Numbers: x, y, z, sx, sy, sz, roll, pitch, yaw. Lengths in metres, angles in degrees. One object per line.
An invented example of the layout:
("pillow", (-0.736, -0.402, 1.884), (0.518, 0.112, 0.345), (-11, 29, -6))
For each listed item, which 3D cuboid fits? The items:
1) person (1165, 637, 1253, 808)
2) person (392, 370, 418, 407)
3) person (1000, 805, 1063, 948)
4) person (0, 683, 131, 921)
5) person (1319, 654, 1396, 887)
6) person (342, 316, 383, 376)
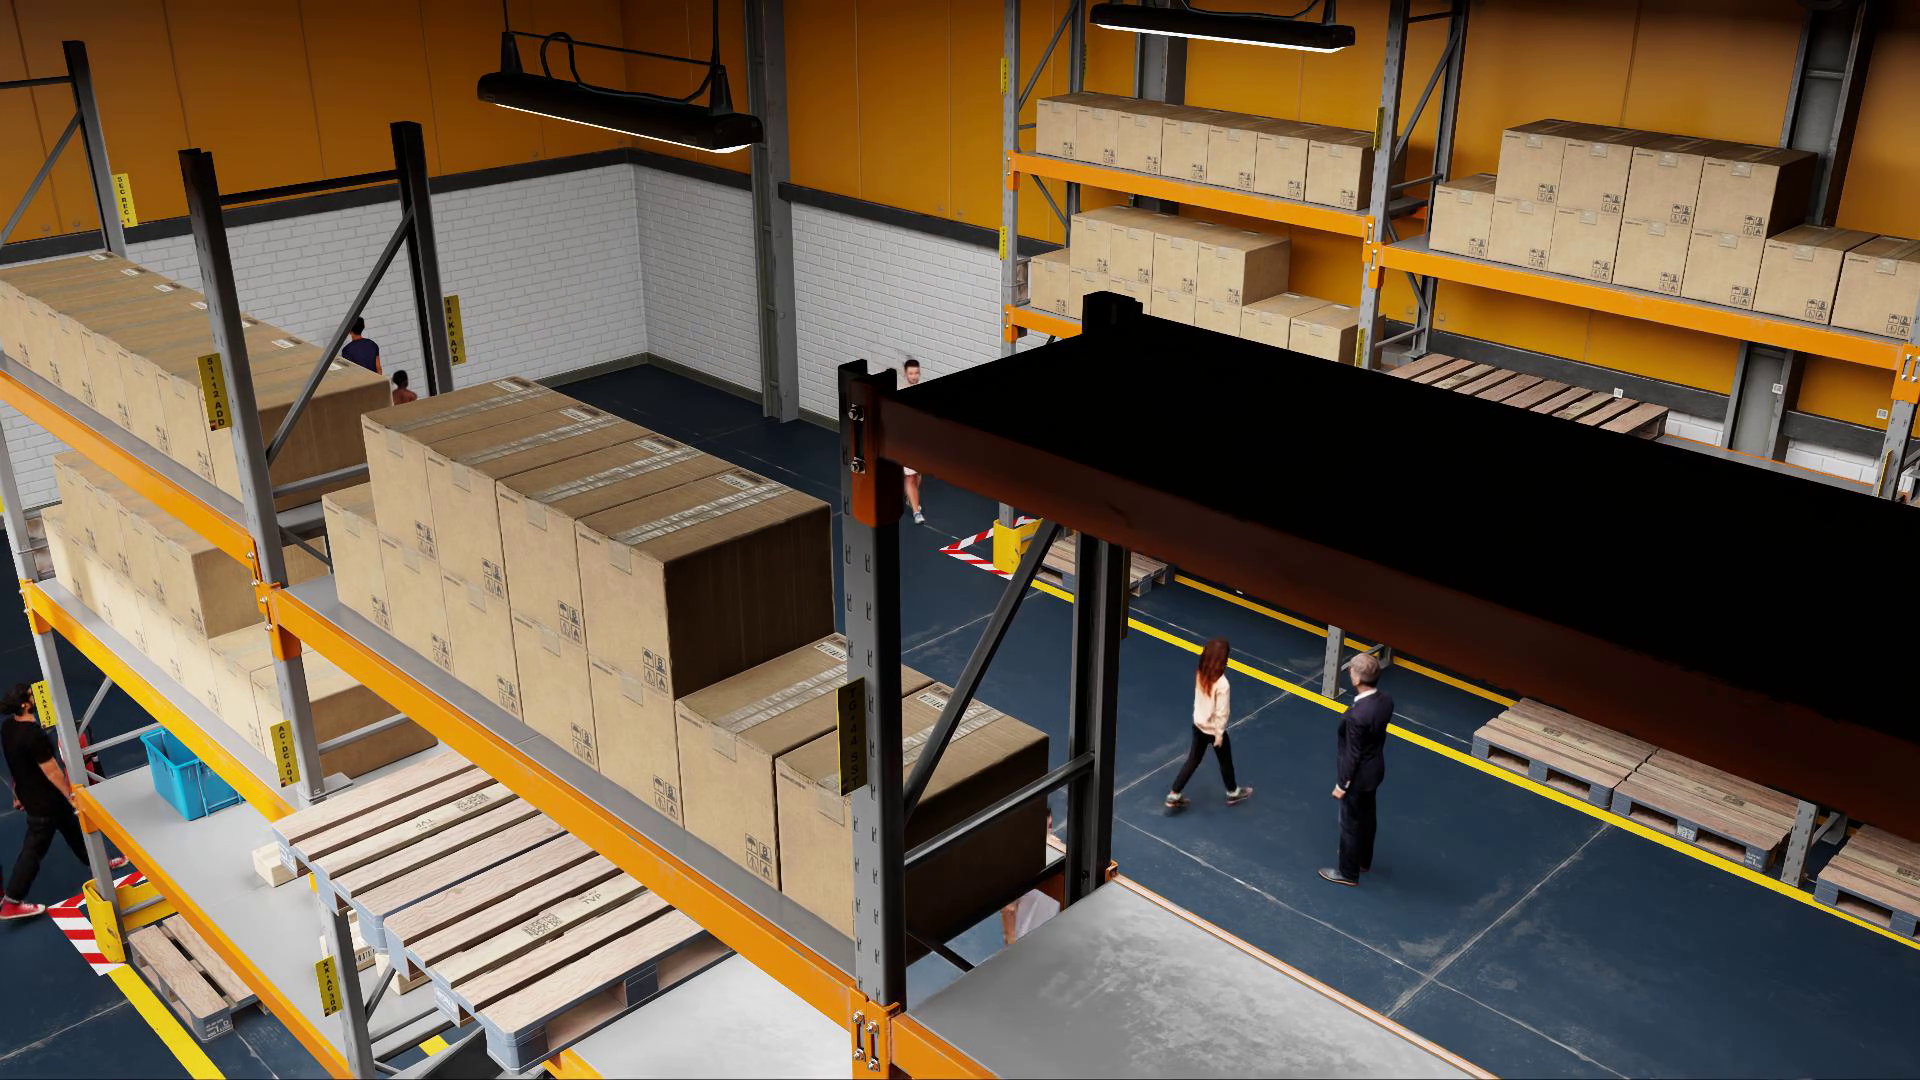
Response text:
("person", (1.874, 1.464, 12.896), (0.846, 1.447, 0.985), (-11, 26, -24))
("person", (-6.560, -1.408, 19.707), (0.544, 1.254, 0.655), (8, 25, 17))
("person", (0.386, 2.401, 10.282), (0.809, 1.824, 1.241), (-16, 28, -32))
("person", (-6.519, 1.864, 11.649), (1.106, 1.713, 0.693), (21, 31, 39))
("person", (2.892, 1.649, 12.016), (0.596, 1.813, 0.696), (19, 30, 37))
("person", (-7.142, -1.832, 20.004), (0.573, 1.793, 0.672), (16, 28, 33))
